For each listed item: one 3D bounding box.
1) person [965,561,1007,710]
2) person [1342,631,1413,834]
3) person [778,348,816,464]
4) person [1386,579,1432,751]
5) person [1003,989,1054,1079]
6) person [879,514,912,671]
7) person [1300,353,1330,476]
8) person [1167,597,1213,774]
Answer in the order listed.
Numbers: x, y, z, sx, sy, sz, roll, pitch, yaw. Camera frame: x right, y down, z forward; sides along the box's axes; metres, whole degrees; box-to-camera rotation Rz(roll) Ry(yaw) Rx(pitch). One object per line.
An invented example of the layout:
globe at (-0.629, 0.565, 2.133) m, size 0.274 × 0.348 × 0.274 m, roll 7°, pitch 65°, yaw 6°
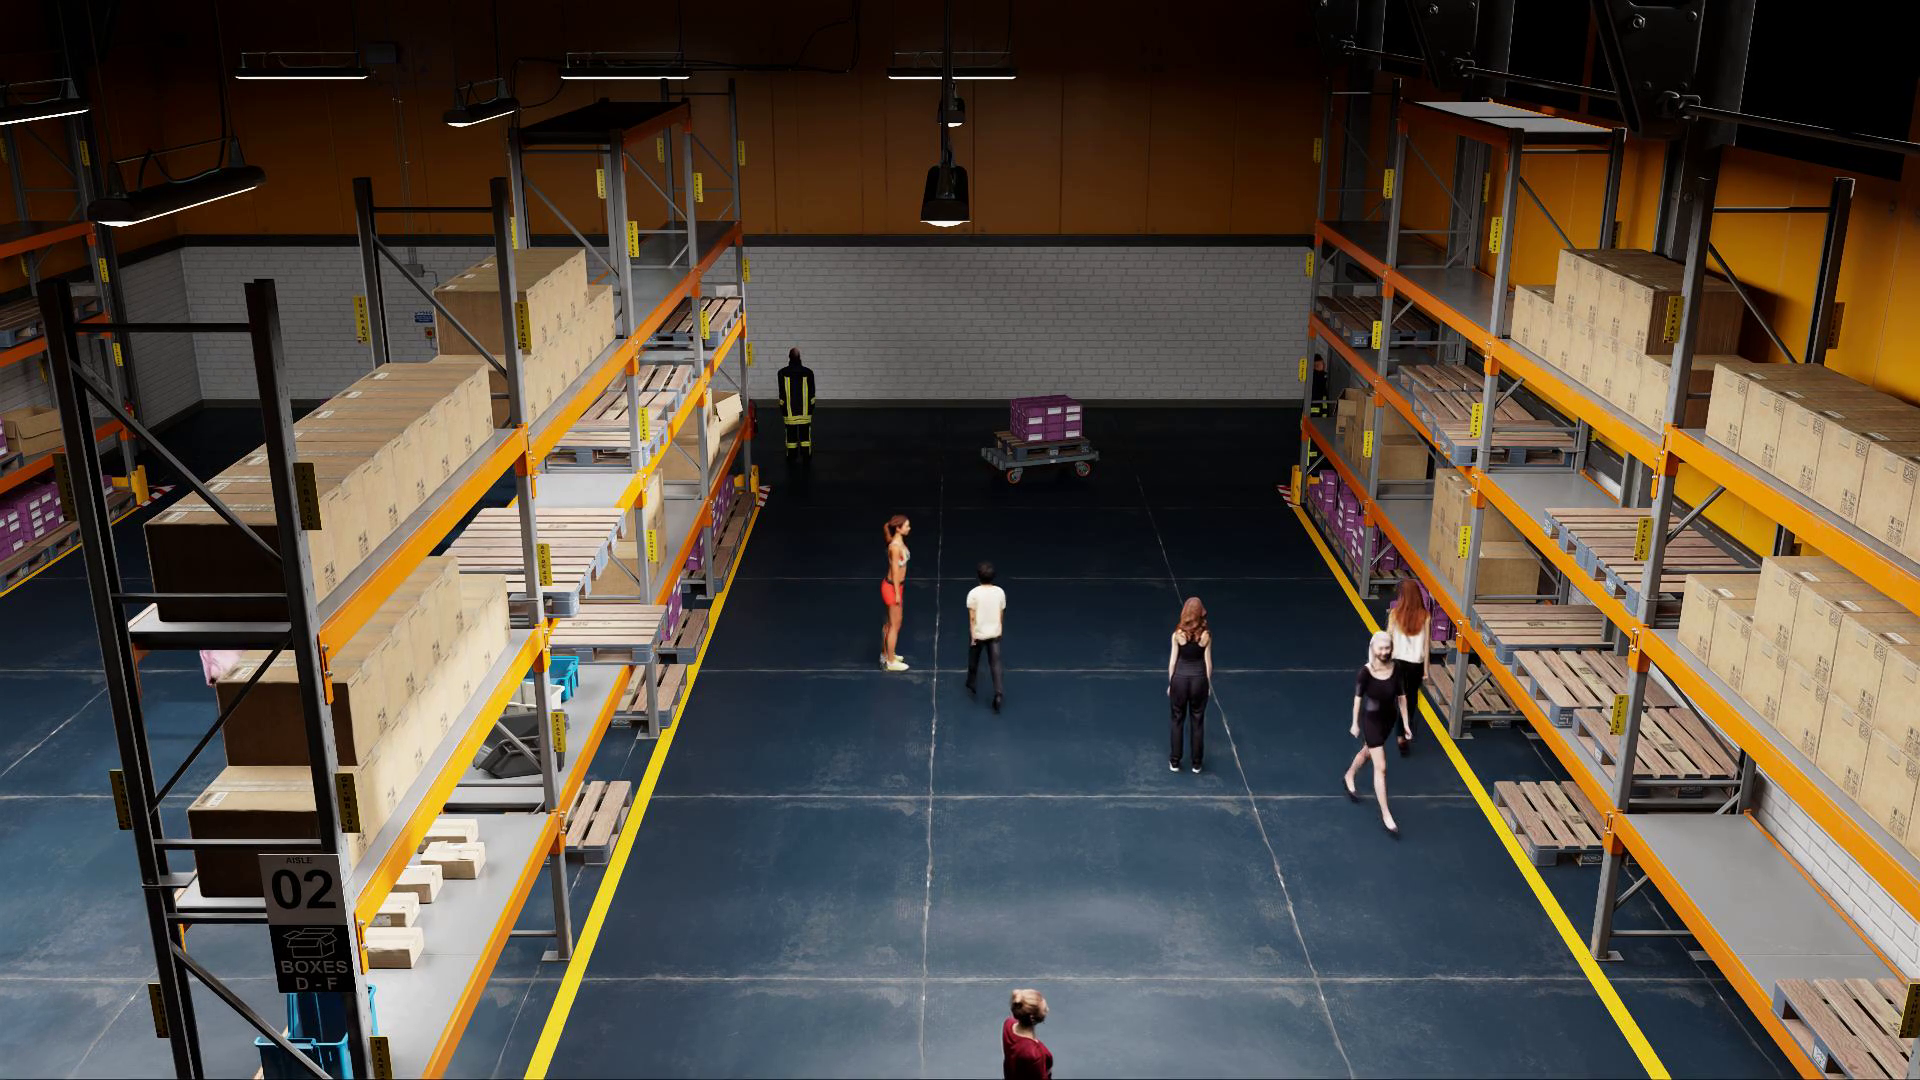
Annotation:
person at (0.304, 1.019, 17.267) m, size 0.764 × 1.546 × 1.031 m, roll -5°, pitch 19°, yaw -16°
person at (3.713, 1.657, 15.013) m, size 0.893 × 1.776 × 1.270 m, roll -7°, pitch 20°, yaw -20°
person at (-2.572, -2.146, 26.232) m, size 0.778 × 1.822 × 0.705 m, roll -2°, pitch 19°, yaw -7°
person at (4.391, 1.261, 16.355) m, size 0.793 × 1.669 × 1.165 m, roll 5°, pitch 19°, yaw 16°
person at (0.404, 3.406, 9.940) m, size 0.754 × 1.699 × 0.599 m, roll -9°, pitch 21°, yaw -24°
person at (-0.744, 0.563, 18.259) m, size 0.618 × 1.777 × 0.523 m, roll -1°, pitch 19°, yaw -2°
person at (5.470, -1.977, 25.666) m, size 0.885 × 1.864 × 0.717 m, roll 4°, pitch 19°, yaw 13°
person at (2.186, 1.380, 15.885) m, size 0.564 × 1.744 × 0.507 m, roll 1°, pitch 19°, yaw 2°
